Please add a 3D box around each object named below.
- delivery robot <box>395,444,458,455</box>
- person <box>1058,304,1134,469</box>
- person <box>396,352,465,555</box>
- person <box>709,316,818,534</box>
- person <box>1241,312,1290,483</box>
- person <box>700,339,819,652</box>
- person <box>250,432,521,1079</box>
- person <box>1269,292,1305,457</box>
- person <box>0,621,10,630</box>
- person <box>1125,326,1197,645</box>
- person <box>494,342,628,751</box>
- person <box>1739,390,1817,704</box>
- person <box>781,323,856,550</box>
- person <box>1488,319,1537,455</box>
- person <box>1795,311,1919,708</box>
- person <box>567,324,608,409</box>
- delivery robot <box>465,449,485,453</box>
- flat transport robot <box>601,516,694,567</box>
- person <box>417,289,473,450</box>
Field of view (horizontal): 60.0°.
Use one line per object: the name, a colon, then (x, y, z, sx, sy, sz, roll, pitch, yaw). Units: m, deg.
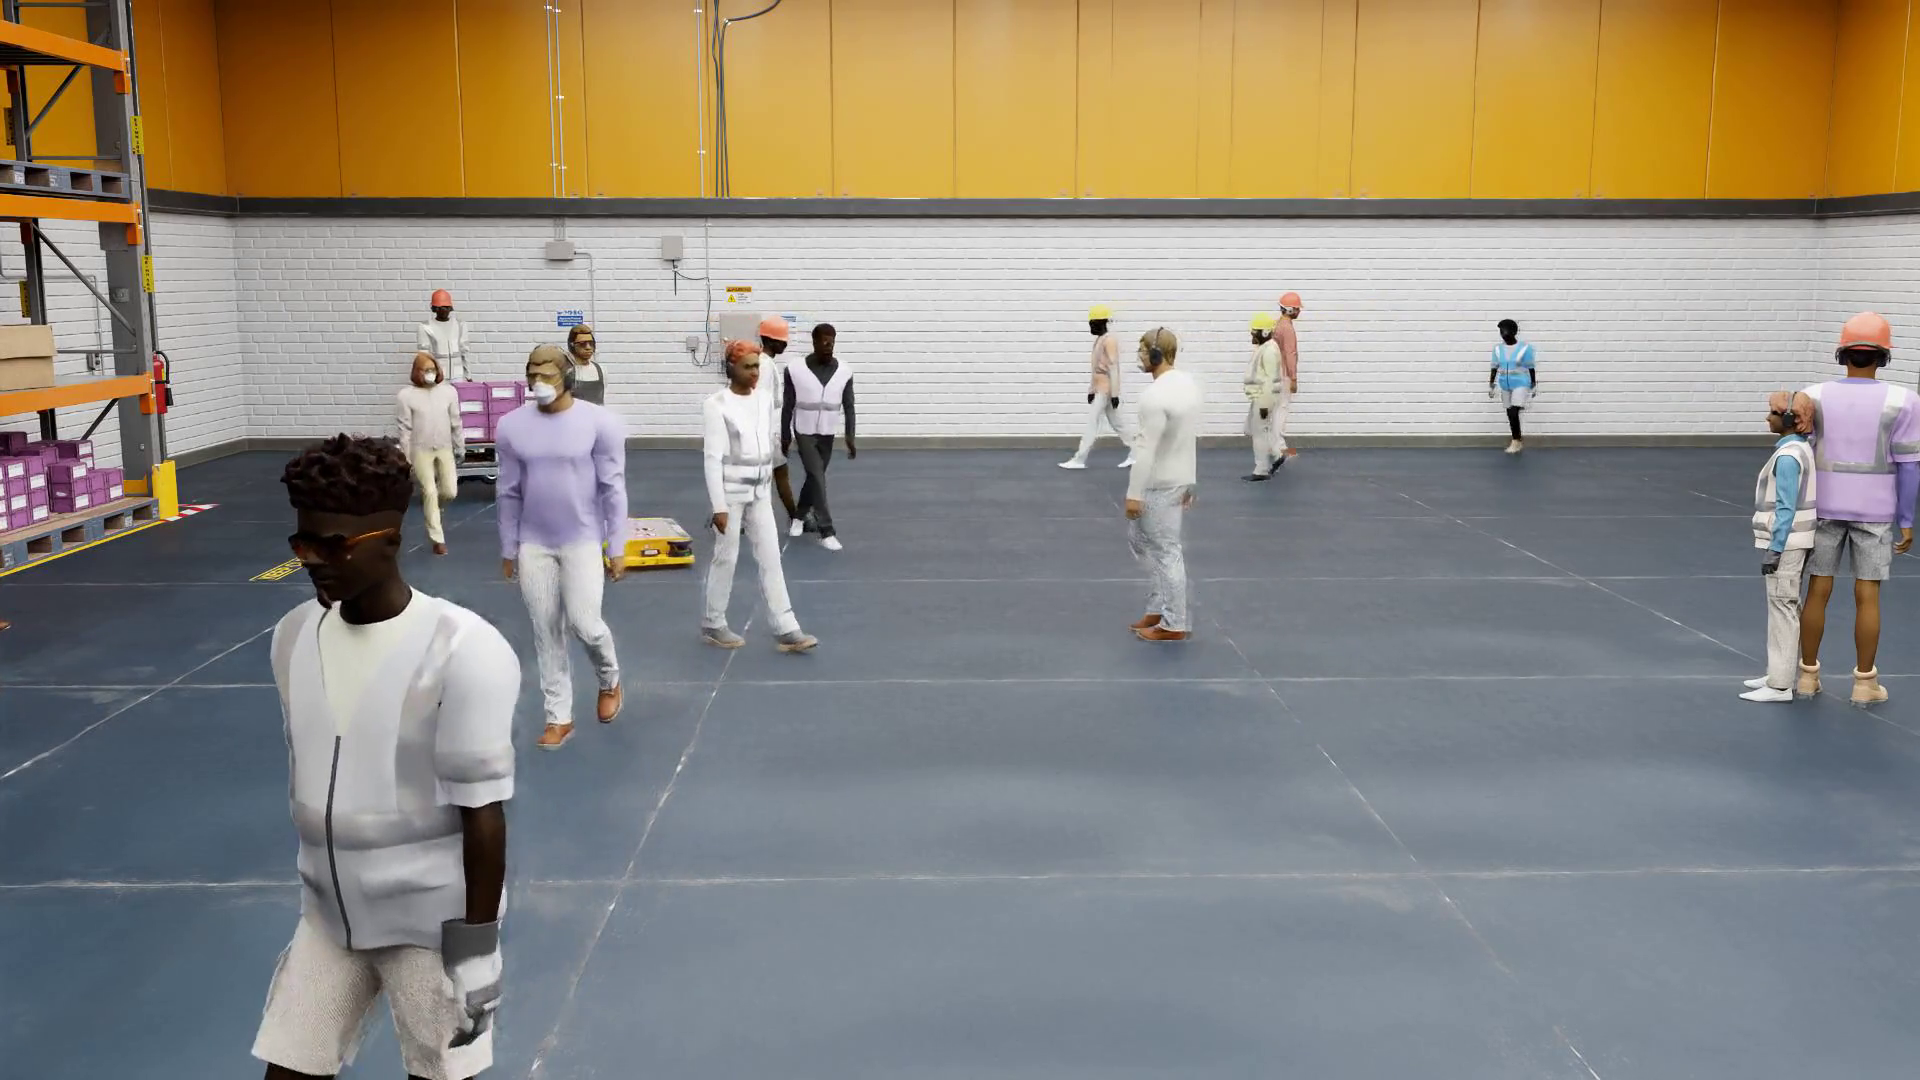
delivery robot: (-5.589, -0.901, 17.494, 0.707, 0.478, 0.477, -3, 10, -17)
person: (1.643, -1.731, 18.849, 1.004, 1.878, 0.611, -1, 9, -5)
person: (-4.245, -0.702, 13.301, 0.535, 1.612, 0.563, -7, 11, -36)
person: (-1.689, -0.961, 14.149, 0.991, 1.876, 0.561, -2, 9, -11)
person: (3.215, -1.495, 17.559, 0.455, 1.816, 0.609, 1, 9, 6)
person: (-1.237, -0.247, 9.793, 0.811, 1.851, 0.602, 7, 12, 38)
person: (-1.160, 0.758, 3.346, 0.620, 1.951, 0.476, 3, 10, 19)
person: (3.910, -1.978, 20.001, 0.412, 1.985, 0.641, -1, 9, -4)
person: (-6.261, -0.331, 10.285, 0.519, 1.865, 0.335, 1, 9, 5)
person: (1.153, -0.317, 10.009, 0.545, 1.921, 0.660, 4, 10, 23)
person: (-1.878, 0.024, 7.912, 0.627, 1.928, 0.501, 2, 9, 9)
person: (4.310, 0.037, 8.713, 0.308, 1.641, 0.511, 6, 11, 31)
person: (-1.204, -0.882, 13.769, 0.602, 1.847, 1.032, -5, 10, -28)
person: (6.716, -1.852, 20.222, 0.674, 1.646, 0.548, -7, 12, -38)
person: (4.632, -0.155, 8.642, 0.611, 2.048, 0.364, 7, 12, 39)
person: (-2.913, -0.741, 12.853, 0.507, 1.847, 0.343, -9, 13, -44)
delivery robot: (-4.906, -0.947, 17.773, 0.707, 0.478, 0.477, -8, 12, -42)
flat transport robot: (-2.530, -0.001, 13.130, 0.652, 0.197, 1.431, -3, 10, -17)
person: (-6.099, -1.961, 19.773, 0.623, 2.027, 0.408, -7, 12, -36)
